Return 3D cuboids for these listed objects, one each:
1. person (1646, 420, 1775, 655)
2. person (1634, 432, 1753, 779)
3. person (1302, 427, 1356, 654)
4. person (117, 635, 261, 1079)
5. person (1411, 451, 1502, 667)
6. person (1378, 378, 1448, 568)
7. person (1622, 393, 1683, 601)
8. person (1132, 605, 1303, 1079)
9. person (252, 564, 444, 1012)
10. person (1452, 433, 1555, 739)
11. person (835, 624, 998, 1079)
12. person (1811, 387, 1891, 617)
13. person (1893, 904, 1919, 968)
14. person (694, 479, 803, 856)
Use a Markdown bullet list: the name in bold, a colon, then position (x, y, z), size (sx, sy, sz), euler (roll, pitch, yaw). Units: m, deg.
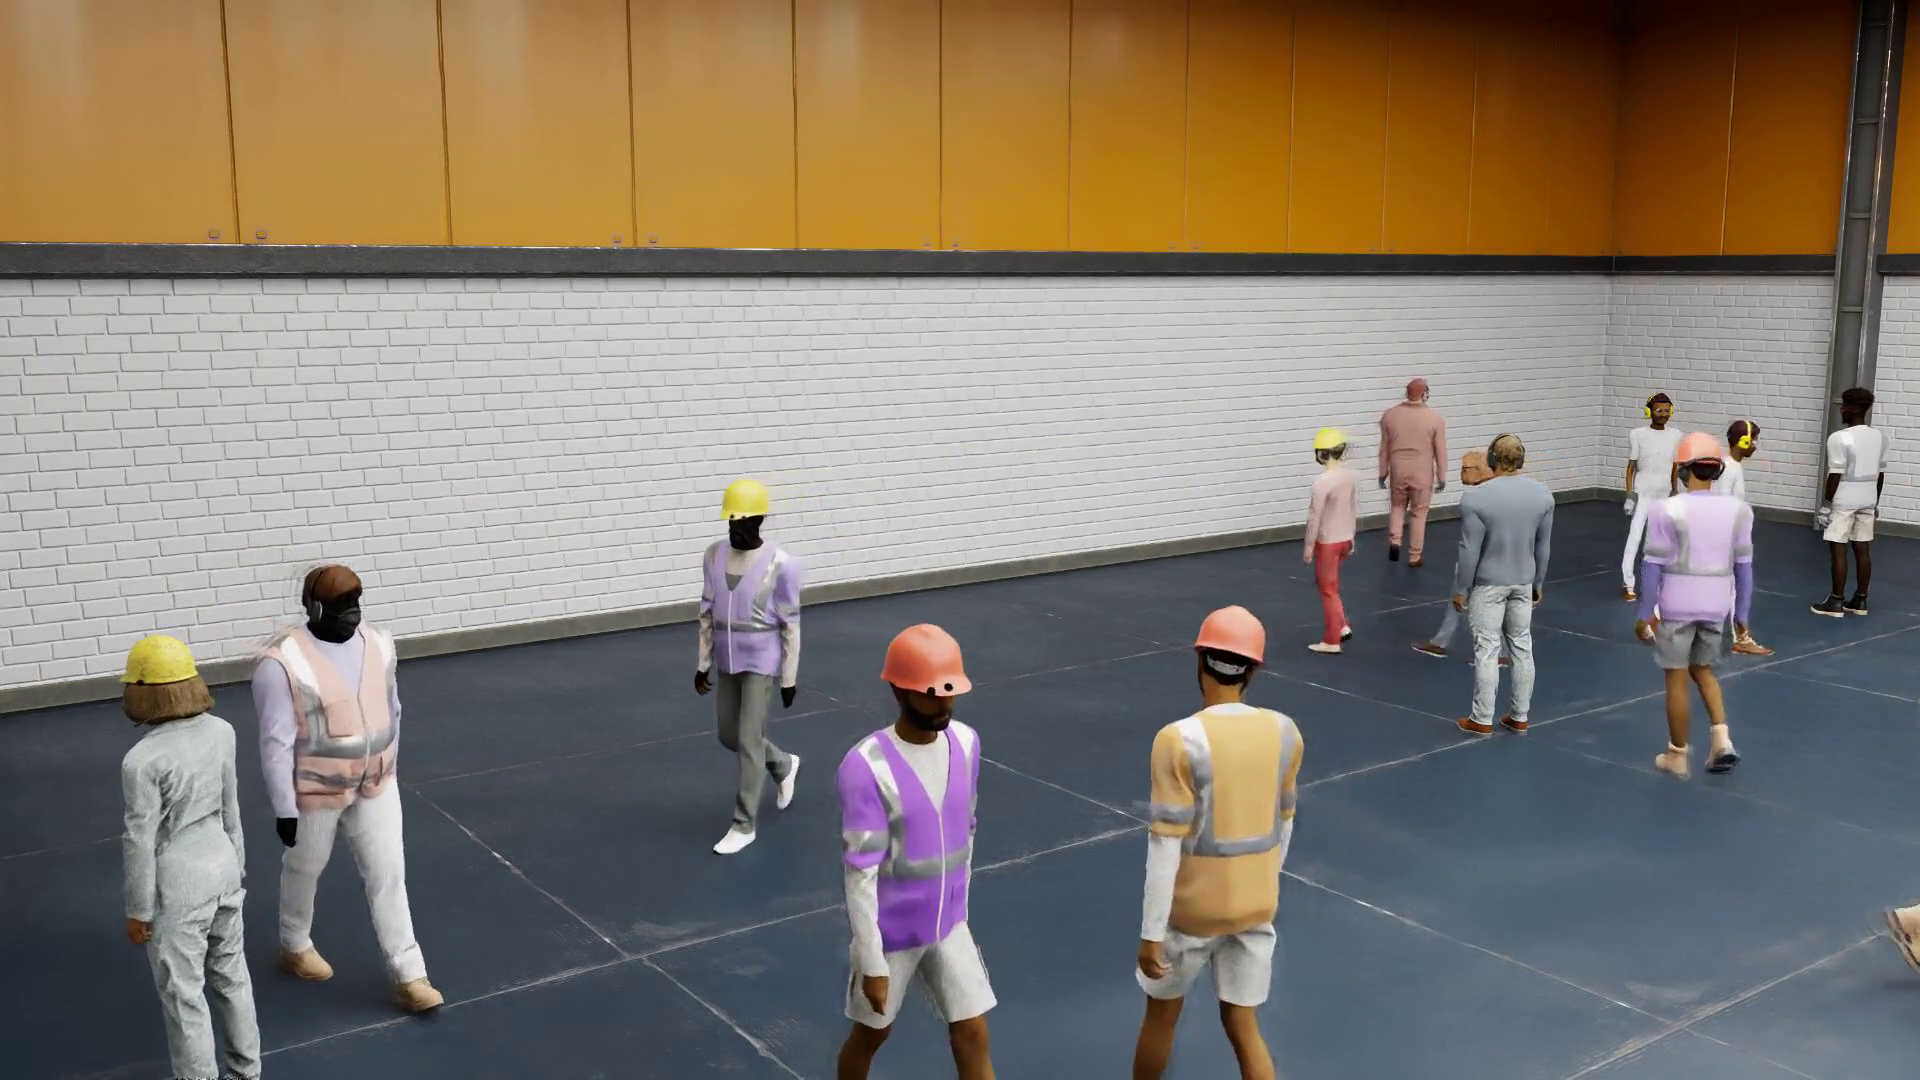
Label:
- **person**: position (5.813, -0.030, 12.847), size (0.902, 1.827, 0.520), euler (3, 10, 19)
- **person**: position (4.239, 0.390, 9.623), size (0.617, 2.025, 0.506), euler (-1, 9, -6)
- **person**: position (2.824, 0.009, 12.789), size (0.369, 1.749, 0.550), euler (8, 12, 41)
- **person**: position (-2.658, 1.176, 5.682), size (0.330, 1.735, 0.487), euler (3, 10, 16)
- **person**: position (3.733, 0.140, 12.427), size (0.752, 1.600, 0.523), euler (3, 10, 19)
- **person**: position (4.517, -0.665, 16.552), size (0.673, 1.891, 0.435), euler (6, 11, 31)
- **person**: position (6.199, -0.383, 14.869), size (0.519, 1.873, 0.335), euler (-1, 9, -5)
- **person**: position (0.803, 1.157, 5.358), size (0.620, 1.877, 0.814), euler (-4, 10, -24)
- **person**: position (-2.500, 0.981, 6.702), size (0.984, 1.794, 0.642), euler (8, 12, 39)
- **person**: position (3.411, 0.291, 10.504), size (0.627, 1.940, 0.372), euler (-2, 9, -12)
- **person**: position (-0.100, 1.190, 5.125), size (0.568, 1.880, 0.996), euler (-7, 12, -38)
- **person**: position (7.601, -0.323, 14.200), size (0.615, 1.964, 0.361), euler (-3, 10, -17)
- **person**: position (4.218, 0.996, 6.543), size (0.777, 1.818, 0.631), euler (5, 10, 27)
- **person**: position (-1.055, 0.614, 8.605), size (0.597, 1.907, 0.758), euler (6, 11, 34)
